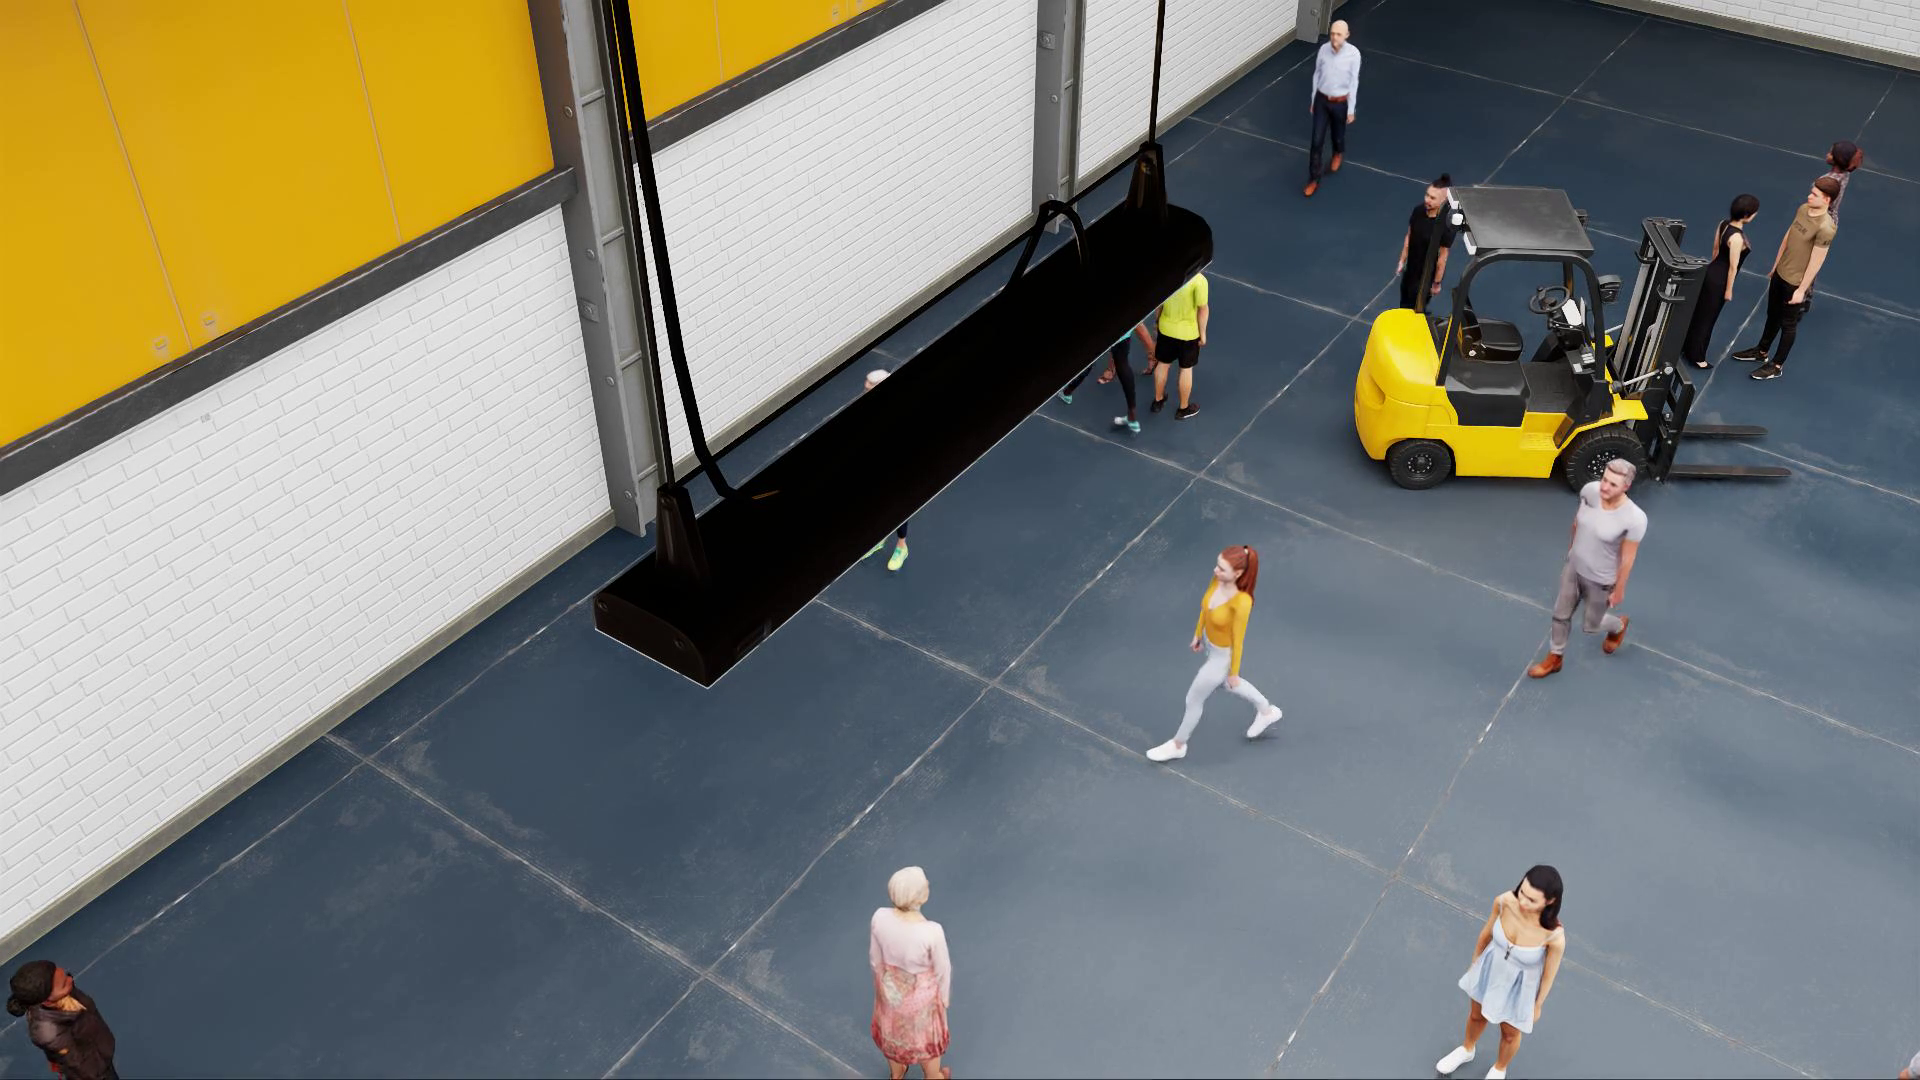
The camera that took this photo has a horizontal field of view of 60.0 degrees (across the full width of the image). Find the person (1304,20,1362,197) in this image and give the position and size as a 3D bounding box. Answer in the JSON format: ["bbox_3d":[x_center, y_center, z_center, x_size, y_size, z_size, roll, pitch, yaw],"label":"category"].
[{"bbox_3d":[3.847,-4.474,17.079,0.772,1.765,1.171,17,42,20],"label":"person"}]

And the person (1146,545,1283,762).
[{"bbox_3d":[1.742,0.717,10.620,1.219,1.714,1.091,-9,40,-12],"label":"person"}]

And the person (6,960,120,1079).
[{"bbox_3d":[-4.435,2.639,8.295,1.146,1.613,0.994,28,46,30],"label":"person"}]

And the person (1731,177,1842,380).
[{"bbox_3d":[7.143,-2.254,14.230,0.805,1.852,0.729,-4,39,-5],"label":"person"}]

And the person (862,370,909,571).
[{"bbox_3d":[-0.553,-0.538,12.202,0.613,1.702,0.542,21,43,24],"label":"person"}]

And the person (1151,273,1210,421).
[{"bbox_3d":[1.818,-1.777,13.748,0.618,1.708,0.503,23,44,26],"label":"person"}]

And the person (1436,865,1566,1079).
[{"bbox_3d":[2.860,2.286,8.643,0.586,1.729,0.628,-31,48,-33],"label":"person"}]

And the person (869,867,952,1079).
[{"bbox_3d":[-0.257,2.326,8.625,0.648,1.691,0.656,13,40,15],"label":"person"}]

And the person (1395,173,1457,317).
[{"bbox_3d":[4.039,-2.316,14.312,1.157,1.847,1.035,-13,40,-15],"label":"person"}]

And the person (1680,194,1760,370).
[{"bbox_3d":[6.568,-2.253,14.425,0.718,1.607,0.623,0,39,0],"label":"person"}]

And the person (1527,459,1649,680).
[{"bbox_3d":[4.333,0.179,11.218,1.137,1.809,0.963,-19,42,-22],"label":"person"}]

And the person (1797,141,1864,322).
[{"bbox_3d":[7.762,-2.800,15.026,0.642,1.712,0.515,28,47,31],"label":"person"}]
